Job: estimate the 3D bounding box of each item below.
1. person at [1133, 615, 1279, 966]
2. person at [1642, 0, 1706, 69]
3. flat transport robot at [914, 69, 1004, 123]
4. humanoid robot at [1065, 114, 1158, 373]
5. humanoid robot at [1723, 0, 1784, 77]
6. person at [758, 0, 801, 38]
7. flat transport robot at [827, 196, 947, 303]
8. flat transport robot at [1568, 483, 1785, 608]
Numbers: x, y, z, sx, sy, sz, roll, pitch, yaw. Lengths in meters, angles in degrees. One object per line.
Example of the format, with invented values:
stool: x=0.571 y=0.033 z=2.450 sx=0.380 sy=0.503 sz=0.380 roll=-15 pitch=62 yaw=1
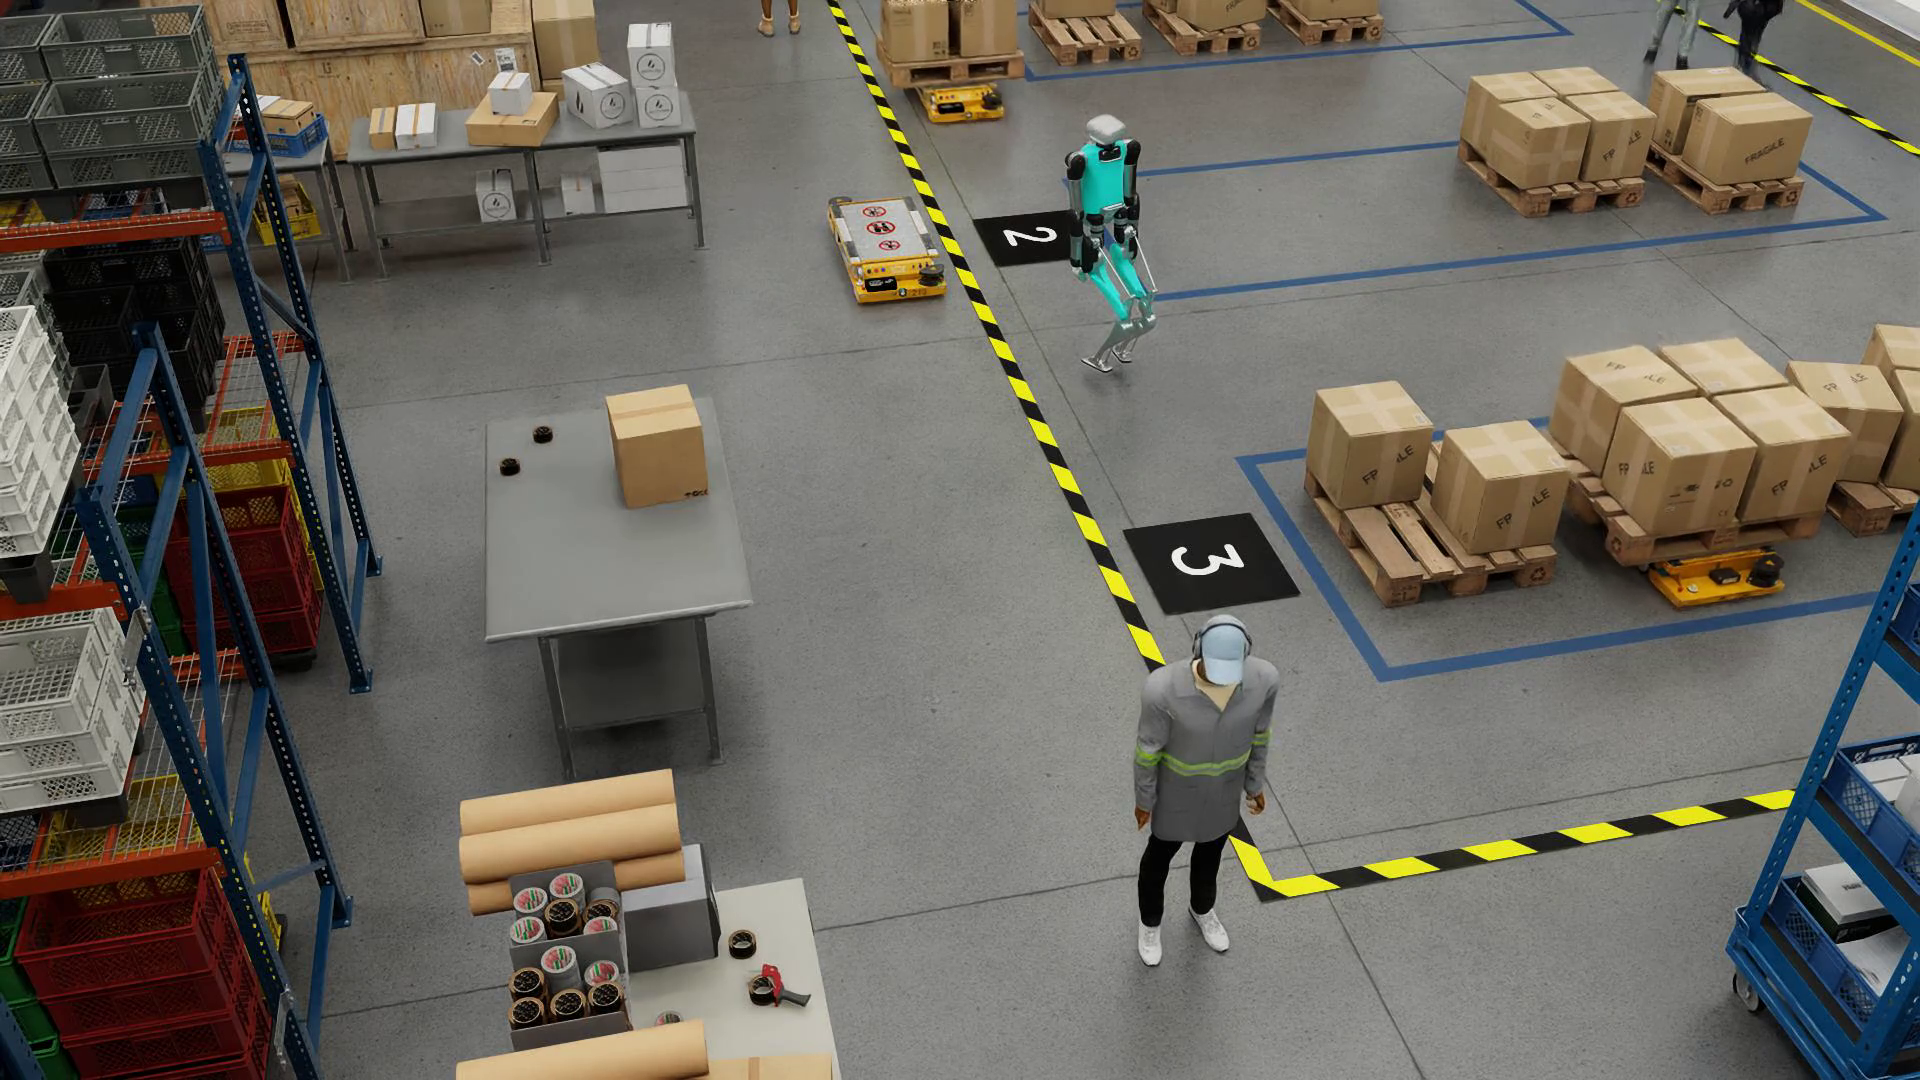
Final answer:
person: x=0.995 y=1.031 z=6.846 sx=0.587 sy=1.847 sz=0.396 roll=-7 pitch=37 yaw=-10
person: x=6.747 y=-5.273 z=15.331 sx=0.599 sy=1.829 sz=0.404 roll=11 pitch=38 yaw=14
flat transport robot: x=-0.080 y=-4.185 z=15.155 sx=0.652 sy=0.197 sz=1.431 roll=-8 pitch=37 yaw=-10
humanoid robot: x=1.031 y=-1.827 z=10.665 sx=0.533 sy=1.678 sz=0.735 roll=-20 pitch=41 yaw=-24
humanoid robot: x=7.217 y=-4.874 z=14.938 sx=0.601 sy=1.675 sz=0.375 roll=-13 pitch=39 yaw=-17
person: x=-1.812 y=-5.870 z=15.958 sx=0.604 sy=2.045 sz=0.375 roll=-9 pitch=38 yaw=-12
flat transport robot: x=-0.570 y=-2.220 z=12.538 sx=0.659 sy=0.231 sz=1.431 roll=-8 pitch=37 yaw=-10
flat transport robot: x=4.117 y=-0.148 z=9.729 sx=0.652 sy=0.197 sz=1.431 roll=-8 pitch=37 yaw=-10
